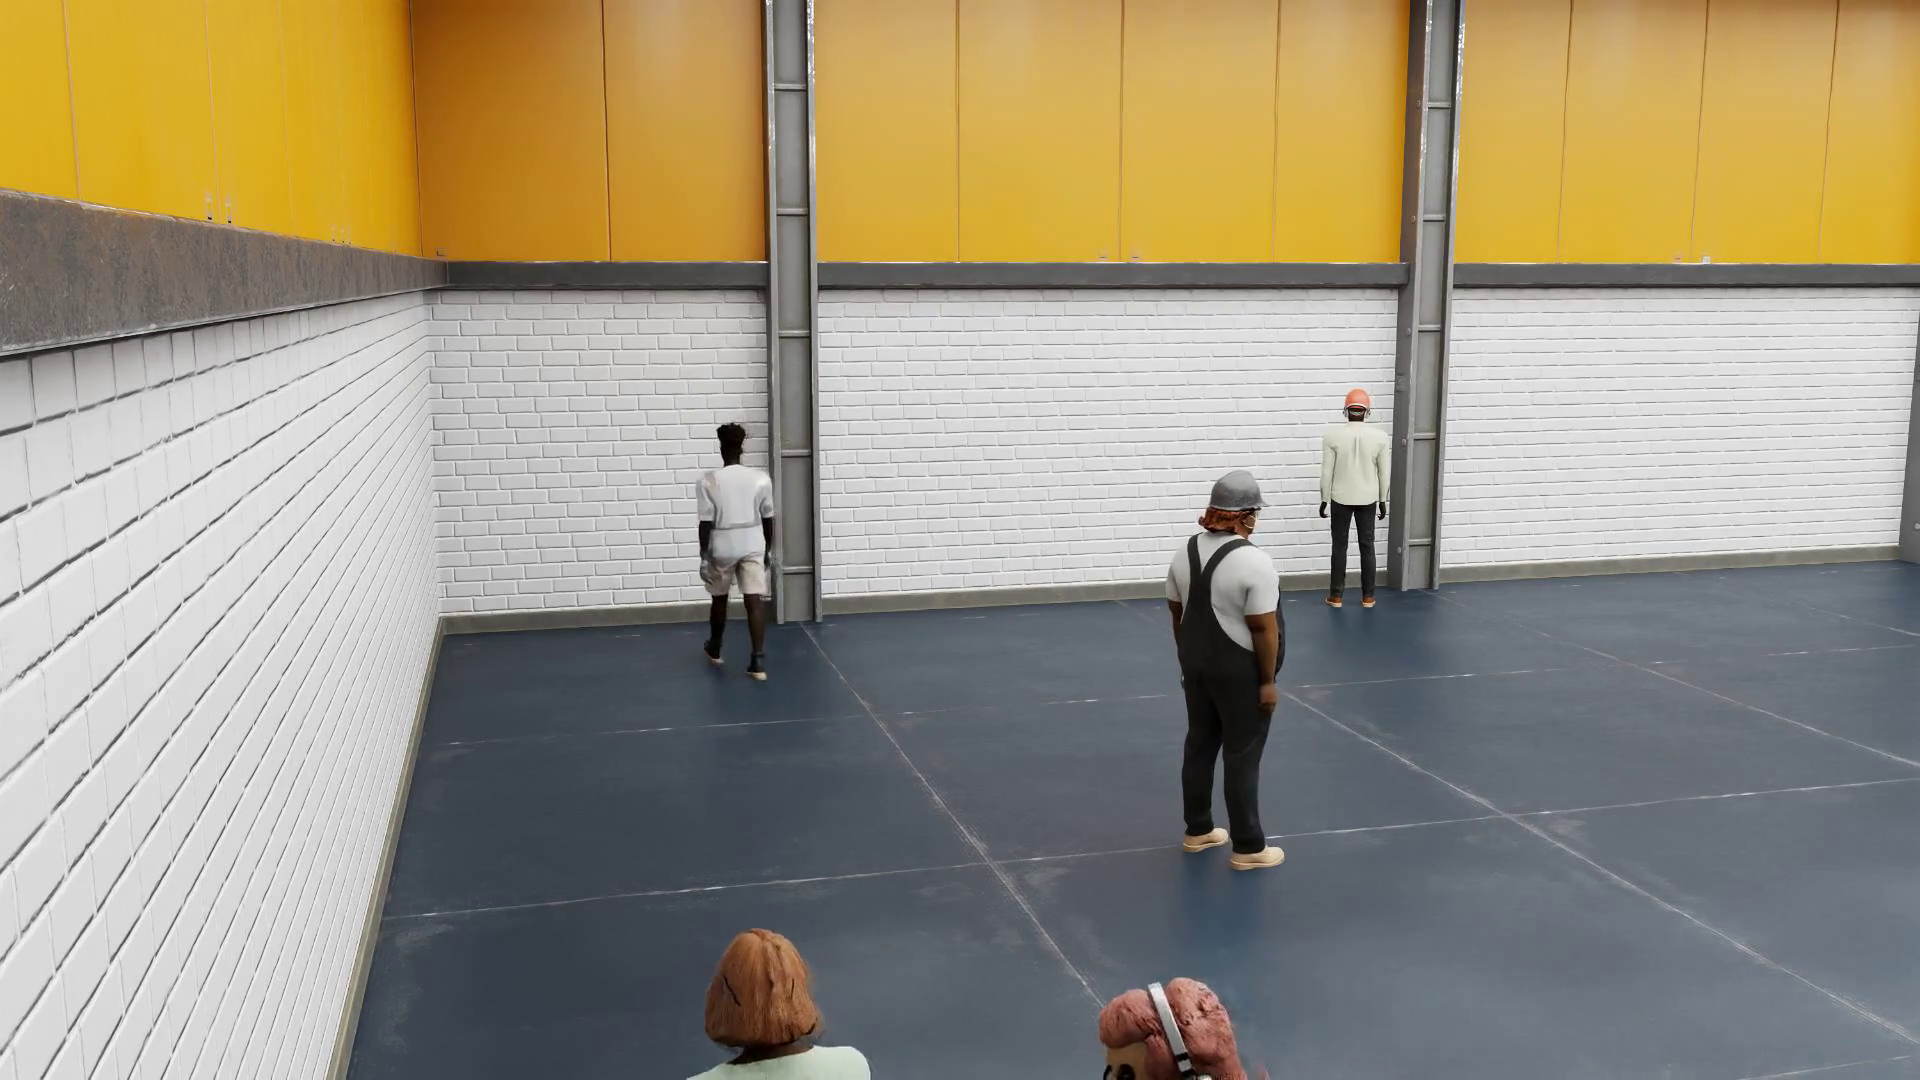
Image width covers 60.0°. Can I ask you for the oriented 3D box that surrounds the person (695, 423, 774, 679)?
[{"bbox_3d":[-1.714,0.060,12.658,0.614,1.910,0.980,-3,10,-19],"label":"person"}]

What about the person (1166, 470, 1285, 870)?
[{"bbox_3d":[1.413,0.649,8.570,0.536,2.000,0.676,-6,11,-34],"label":"person"}]

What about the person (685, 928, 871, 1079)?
[{"bbox_3d":[-0.410,1.650,3.729,0.518,1.591,0.865,-4,10,-23],"label":"person"}]

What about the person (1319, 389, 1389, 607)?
[{"bbox_3d":[3.576,-0.377,15.116,0.625,1.992,0.388,1,9,4],"label":"person"}]

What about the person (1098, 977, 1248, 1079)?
[{"bbox_3d":[0.403,1.656,2.823,0.678,1.865,0.670,2,9,10],"label":"person"}]
